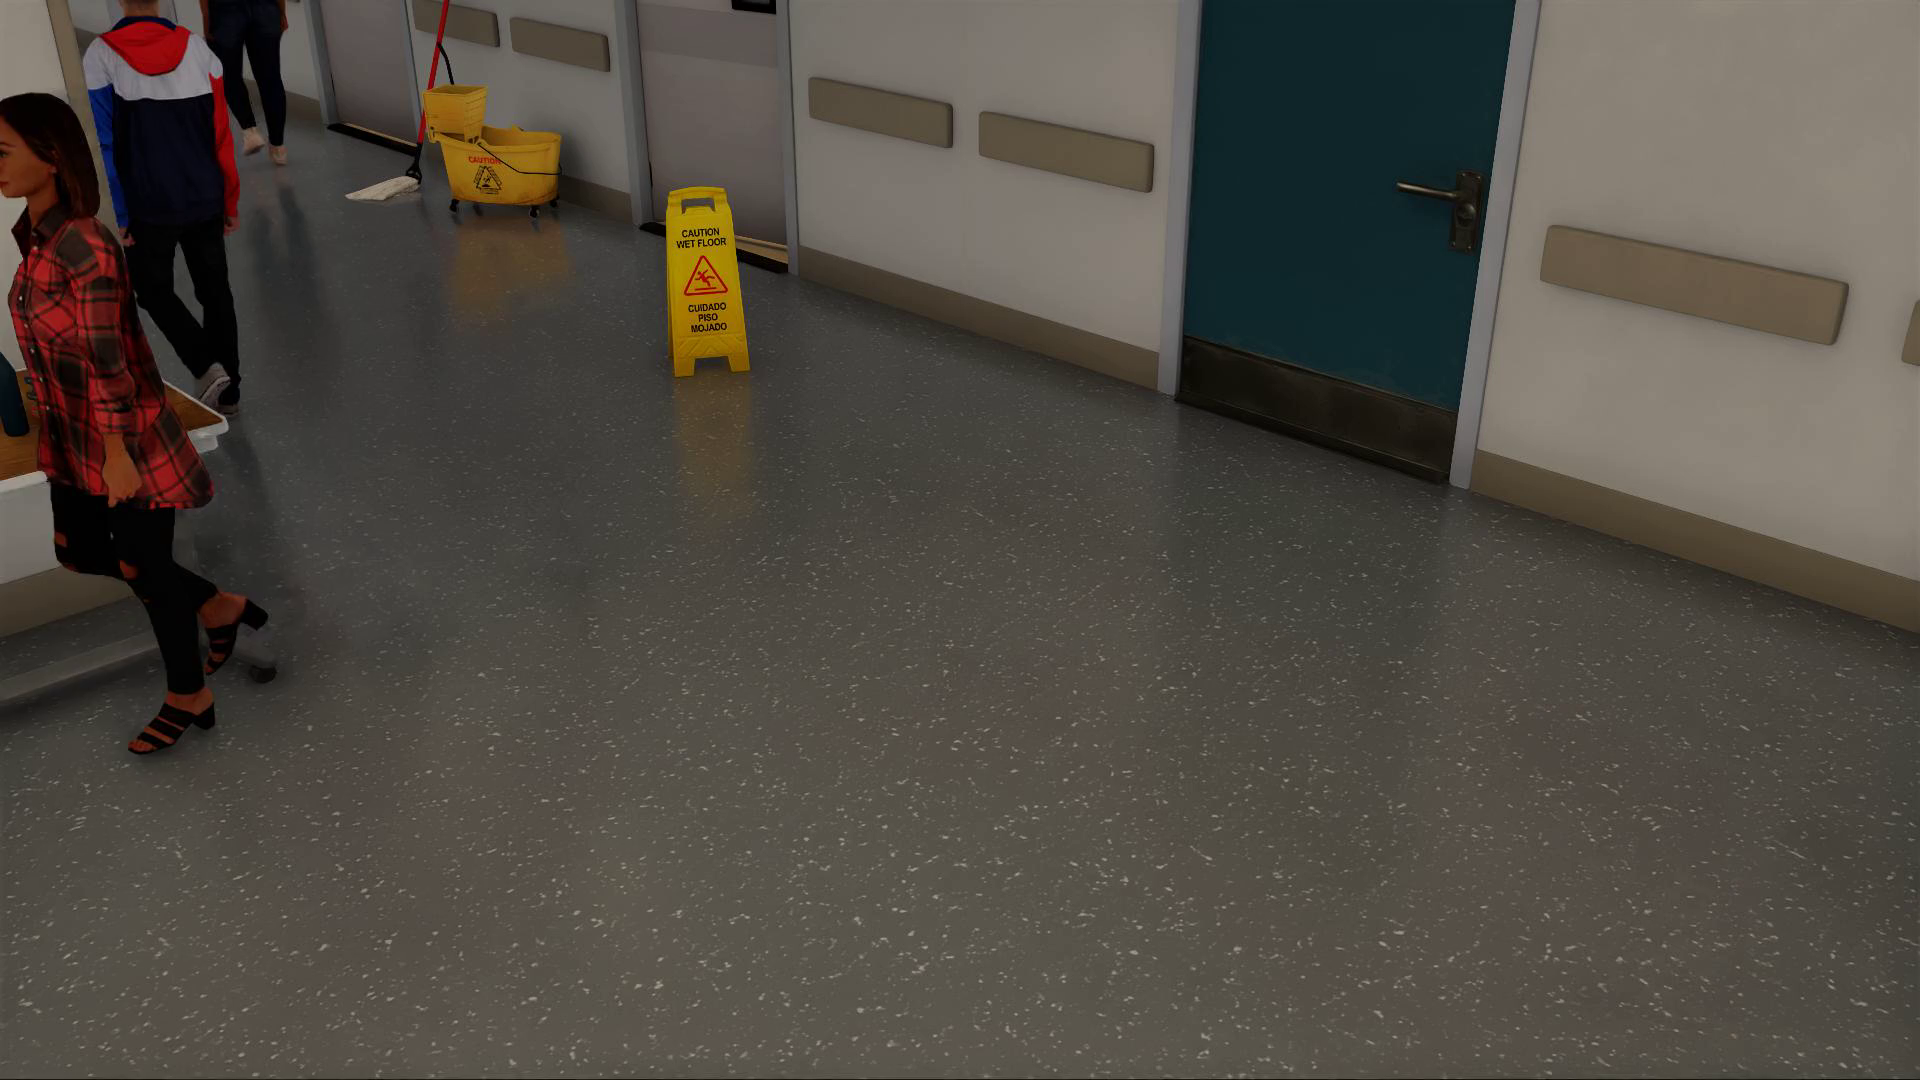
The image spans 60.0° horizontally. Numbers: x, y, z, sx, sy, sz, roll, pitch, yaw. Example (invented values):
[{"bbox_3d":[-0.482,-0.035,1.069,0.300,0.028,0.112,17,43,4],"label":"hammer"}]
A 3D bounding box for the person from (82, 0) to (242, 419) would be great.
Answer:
[{"bbox_3d":[-2.866,-1.236,6.111,0.670,1.744,0.801,-20,32,-36],"label":"person"}]

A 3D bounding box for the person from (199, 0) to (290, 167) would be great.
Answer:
[{"bbox_3d":[-4.297,-3.144,10.008,0.734,1.797,0.734,-14,29,-27],"label":"person"}]

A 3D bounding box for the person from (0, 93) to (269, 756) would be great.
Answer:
[{"bbox_3d":[-2.036,-0.267,4.159,0.655,1.694,0.691,21,33,36],"label":"person"}]
